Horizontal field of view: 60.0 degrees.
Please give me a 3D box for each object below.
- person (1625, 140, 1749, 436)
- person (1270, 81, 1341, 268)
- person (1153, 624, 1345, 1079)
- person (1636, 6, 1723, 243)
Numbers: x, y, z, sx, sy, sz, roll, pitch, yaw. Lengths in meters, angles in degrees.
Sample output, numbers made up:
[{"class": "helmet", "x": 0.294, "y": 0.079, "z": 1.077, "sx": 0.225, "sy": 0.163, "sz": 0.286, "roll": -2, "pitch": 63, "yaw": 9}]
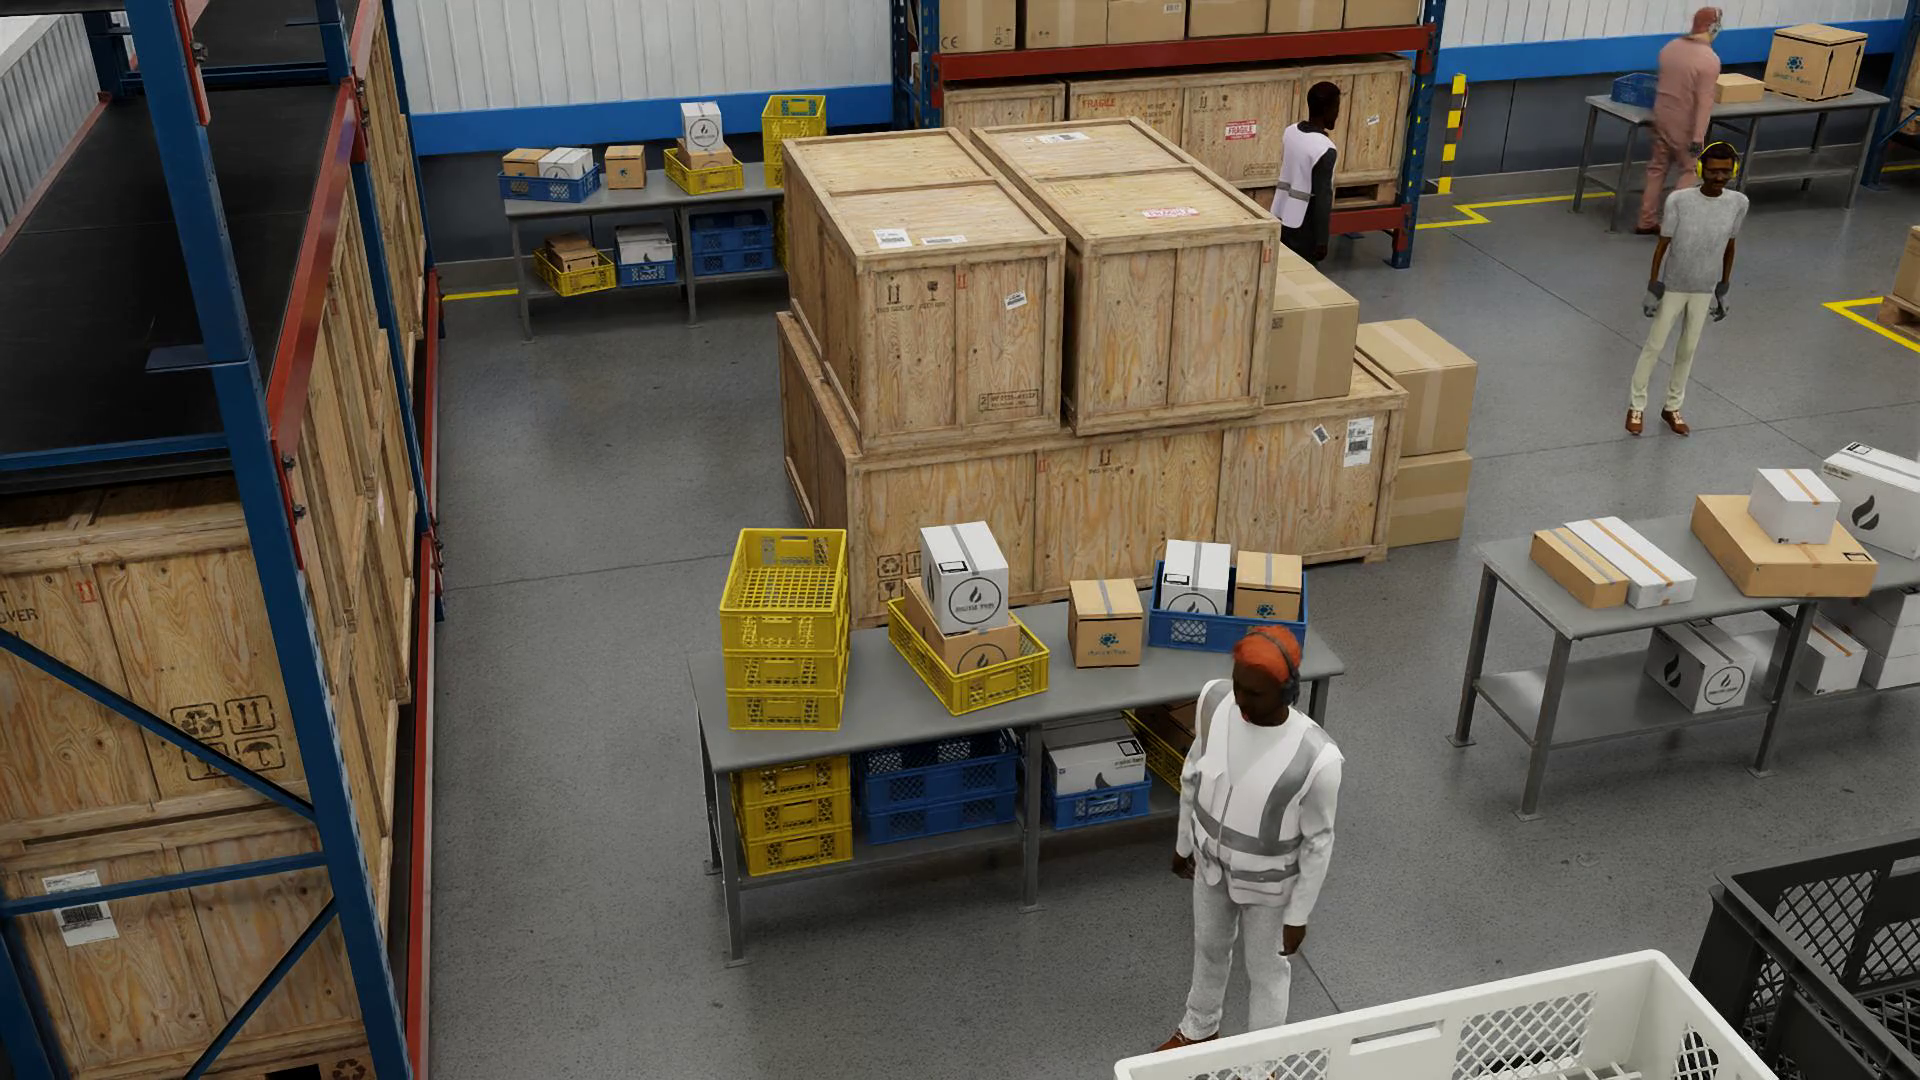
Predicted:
[{"class": "person", "x": 4.486, "y": -1.534, "z": 10.227, "sx": 0.513, "sy": 1.871, "sz": 0.329, "roll": 2, "pitch": 29, "yaw": 3}, {"class": "person", "x": 2.321, "y": -2.151, "z": 11.311, "sx": 0.390, "sy": 1.911, "sz": 0.592, "roll": -9, "pitch": 30, "yaw": -15}, {"class": "person", "x": 0.929, "y": 1.089, "z": 5.452, "sx": 0.355, "sy": 1.885, "sz": 0.575, "roll": -24, "pitch": 37, "yaw": -36}, {"class": "person", "x": 5.883, "y": -3.366, "z": 13.541, "sx": 0.429, "sy": 1.884, "sz": 0.683, "roll": -11, "pitch": 31, "yaw": -18}]
